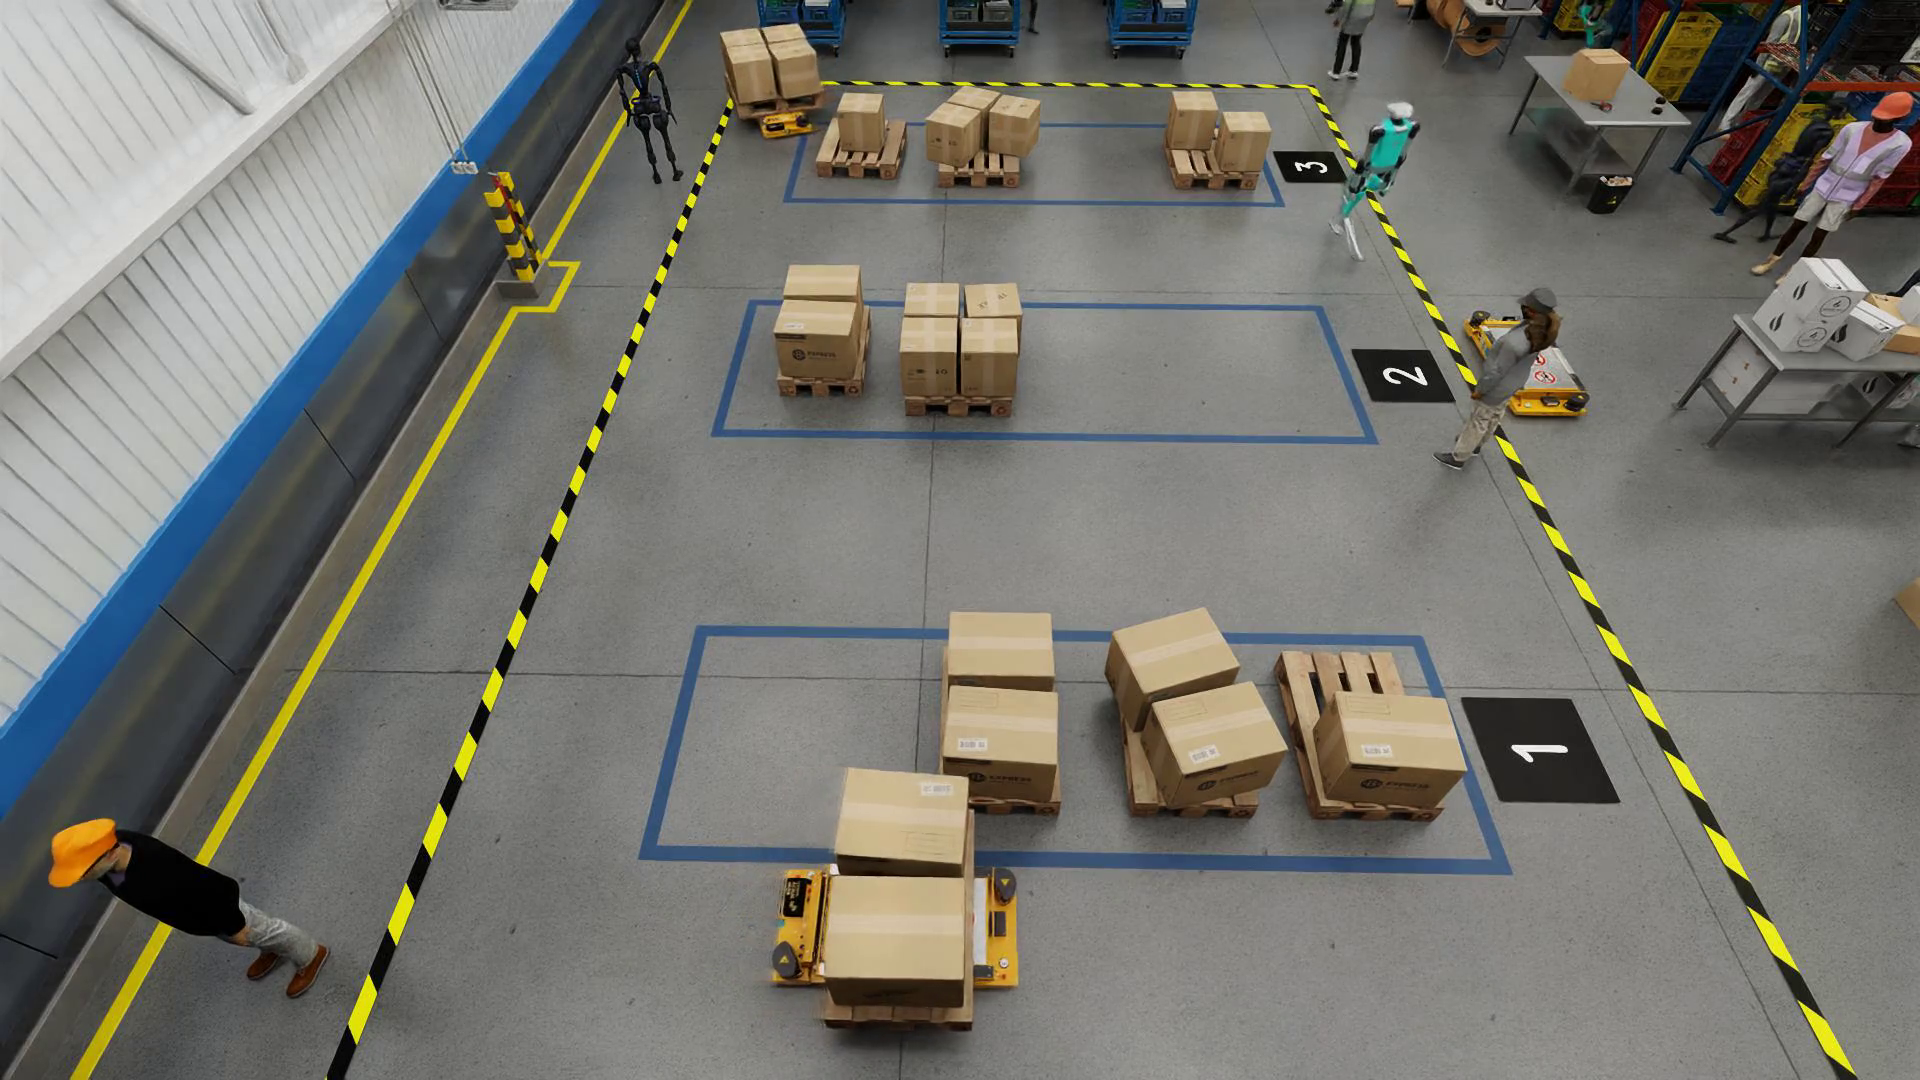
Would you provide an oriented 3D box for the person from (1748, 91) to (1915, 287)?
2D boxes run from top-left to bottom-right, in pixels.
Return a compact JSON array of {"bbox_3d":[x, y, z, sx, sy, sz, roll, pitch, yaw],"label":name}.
[{"bbox_3d":[9.039,-3.592,9.479,0.401,2.033,0.609,-24,53,-19],"label":"person"}]

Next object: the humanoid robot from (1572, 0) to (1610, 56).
[{"bbox_3d":[9.290,-7.605,13.156,0.952,1.776,0.536,-2,49,-1],"label":"humanoid robot"}]

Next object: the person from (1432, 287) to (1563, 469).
[{"bbox_3d":[4.545,-1.323,7.689,0.560,1.764,0.401,-30,55,-23],"label":"person"}]

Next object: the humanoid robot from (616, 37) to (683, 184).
[{"bbox_3d":[-3.763,-5.168,11.065,0.599,1.657,0.315,-8,50,-7],"label":"humanoid robot"}]

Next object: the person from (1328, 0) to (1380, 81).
[{"bbox_3d":[5.602,-7.427,12.948,0.613,1.821,0.426,-19,52,-16],"label":"person"}]

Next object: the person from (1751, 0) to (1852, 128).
[{"bbox_3d":[10.896,-6.059,11.741,0.403,1.834,0.588,21,52,17],"label":"person"}]

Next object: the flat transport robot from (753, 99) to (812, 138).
[{"bbox_3d":[-2.530,-6.034,12.738,0.652,0.197,1.431,-14,50,-11],"label":"flat transport robot"}]

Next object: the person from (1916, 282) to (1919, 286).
[{"bbox_3d":[10.491,-3.182,9.246,0.890,1.846,0.586,-25,53,-20],"label":"person"}]

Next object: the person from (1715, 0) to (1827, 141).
[{"bbox_3d":[10.490,-6.103,11.776,0.625,1.844,0.429,-9,50,-8],"label":"person"}]

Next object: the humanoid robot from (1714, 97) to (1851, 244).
[{"bbox_3d":[9.179,-4.019,10.103,0.693,1.630,0.591,17,51,14],"label":"humanoid robot"}]

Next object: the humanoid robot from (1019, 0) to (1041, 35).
[{"bbox_3d":[1.002,-8.663,14.107,0.556,1.635,0.608,36,58,27],"label":"humanoid robot"}]

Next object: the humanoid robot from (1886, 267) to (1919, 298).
[{"bbox_3d":[10.146,-3.091,9.267,0.599,1.657,0.315,-31,56,-24],"label":"humanoid robot"}]

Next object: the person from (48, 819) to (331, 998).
[{"bbox_3d":[-3.983,1.931,4.794,0.590,1.883,0.365,16,51,14],"label":"person"}]

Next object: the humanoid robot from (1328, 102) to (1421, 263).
[{"bbox_3d":[4.413,-3.998,10.055,0.542,1.752,1.048,-11,50,-9],"label":"humanoid robot"}]

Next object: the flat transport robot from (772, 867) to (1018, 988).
[{"bbox_3d":[-0.371,2.311,5.514,1.431,0.197,0.652,1,49,1],"label":"flat transport robot"}]

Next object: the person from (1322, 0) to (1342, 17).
[{"bbox_3d":[6.229,-9.438,14.607,0.901,1.917,0.667,-29,55,-23],"label":"person"}]

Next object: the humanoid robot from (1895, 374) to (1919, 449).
[{"bbox_3d":[8.692,-1.566,7.962,0.557,1.801,0.897,11,50,10],"label":"humanoid robot"}]

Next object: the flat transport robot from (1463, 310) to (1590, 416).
[{"bbox_3d":[5.573,-1.757,9.054,0.659,0.231,1.431,1,49,1],"label":"flat transport robot"}]
